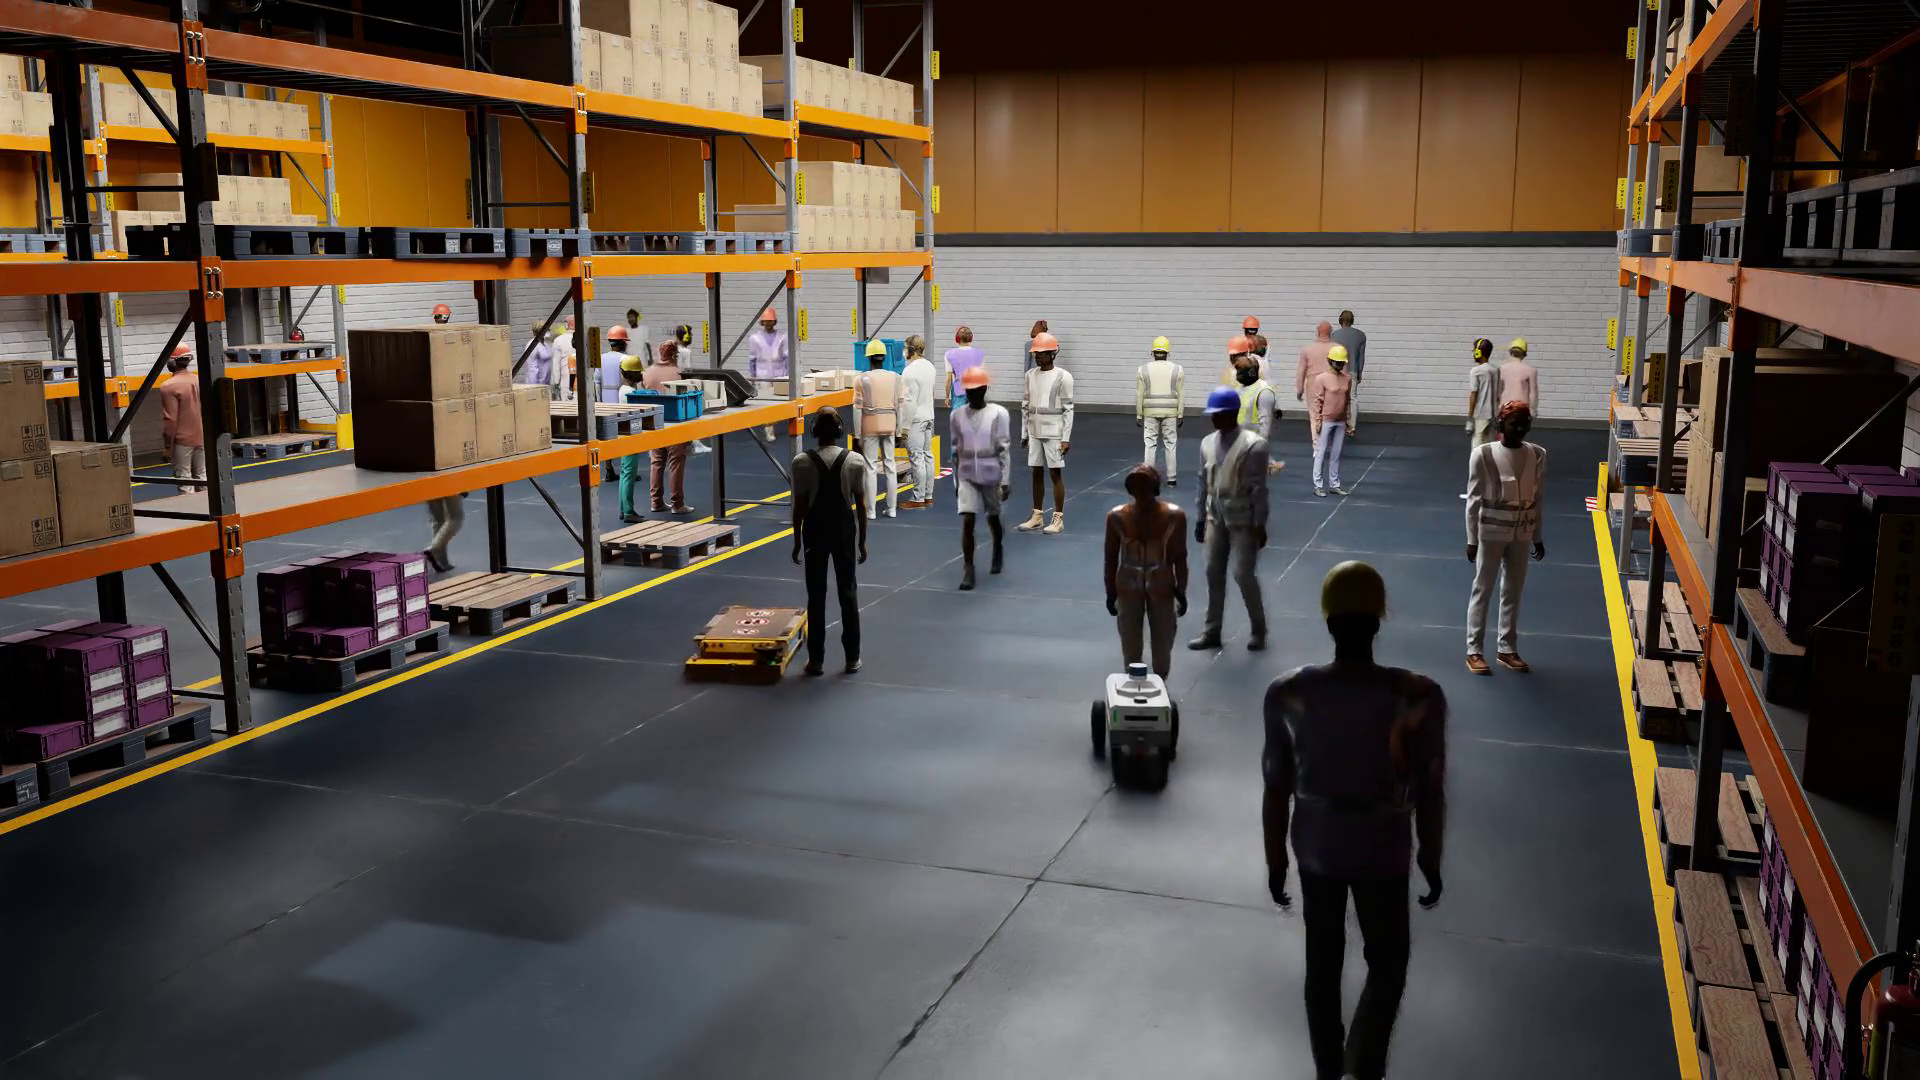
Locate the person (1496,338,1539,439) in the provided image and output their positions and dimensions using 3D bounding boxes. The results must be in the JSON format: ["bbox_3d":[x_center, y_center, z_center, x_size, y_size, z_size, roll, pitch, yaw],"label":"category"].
[{"bbox_3d":[7.050,-1.678,21.105,0.525,1.753,0.408,8,13,39],"label":"person"}]

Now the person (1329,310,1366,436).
[{"bbox_3d":[5.882,-2.543,25.430,0.631,1.940,0.372,-3,11,-16],"label":"person"}]

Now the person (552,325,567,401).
[{"bbox_3d":[-5.964,-2.431,25.440,0.881,1.700,0.503,2,10,11],"label":"person"}]

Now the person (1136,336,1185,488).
[{"bbox_3d":[2.409,-1.532,20.029,0.588,1.834,0.403,1,10,5],"label":"person"}]

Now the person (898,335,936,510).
[{"bbox_3d":[-0.480,-1.297,18.409,0.371,1.941,0.627,4,11,23],"label":"person"}]

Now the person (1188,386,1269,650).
[{"bbox_3d":[1.942,-0.152,11.990,0.530,1.931,0.655,-8,13,-39],"label":"person"}]

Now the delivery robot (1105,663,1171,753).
[{"bbox_3d":[1.006,0.942,9.432,0.477,0.478,0.707,0,10,3],"label":"delivery robot"}]

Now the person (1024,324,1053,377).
[{"bbox_3d":[1.292,-2.738,27.382,0.499,1.634,0.279,-3,10,-14],"label":"person"}]

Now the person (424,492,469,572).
[{"bbox_3d":[-4.641,-0.491,14.752,0.531,1.620,0.462,4,11,21],"label":"person"}]

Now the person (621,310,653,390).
[{"bbox_3d":[-5.573,-3.016,28.419,0.549,1.816,0.968,2,10,11],"label":"person"}]

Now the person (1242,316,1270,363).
[{"bbox_3d":[4.054,-2.165,23.301,0.551,1.935,0.375,-3,11,-18],"label":"person"}]

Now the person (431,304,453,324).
[{"bbox_3d":[-8.166,-2.745,26.404,0.379,1.996,0.609,-7,12,-35],"label":"person"}]

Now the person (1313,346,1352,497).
[{"bbox_3d":[4.352,-1.380,19.382,0.522,1.764,0.318,-5,11,-26],"label":"person"}]

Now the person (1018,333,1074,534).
[{"bbox_3d":[0.857,-1.079,16.887,0.614,2.042,0.373,9,13,40],"label":"person"}]

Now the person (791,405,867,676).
[{"bbox_3d":[-0.889,0.006,11.337,0.517,1.843,0.326,-2,10,-10],"label":"person"}]

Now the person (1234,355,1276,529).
[{"bbox_3d":[2.895,-0.931,16.676,0.429,1.831,0.634,-4,11,-22],"label":"person"}]

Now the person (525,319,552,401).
[{"bbox_3d":[-5.657,-2.007,22.415,0.354,1.936,0.635,0,10,2],"label":"person"}]

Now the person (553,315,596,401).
[{"bbox_3d":[-5.710,-2.381,24.648,0.646,1.897,0.398,-5,11,-25],"label":"person"}]

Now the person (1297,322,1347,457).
[{"bbox_3d":[5.016,-2.089,23.109,0.664,1.852,0.986,1,10,5],"label":"person"}]

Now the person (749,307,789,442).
[{"bbox_3d":[-2.871,-2.511,25.061,0.621,2.013,0.829,-3,10,-14],"label":"person"}]

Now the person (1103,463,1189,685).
[{"bbox_3d":[1.136,0.324,10.155,0.525,1.622,0.445,2,10,10],"label":"person"}]

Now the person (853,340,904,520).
[{"bbox_3d":[-0.882,-1.174,17.791,0.580,1.918,0.390,-5,11,-27],"label":"person"}]

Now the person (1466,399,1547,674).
[{"bbox_3d":[3.729,-0.021,11.379,0.581,1.882,0.339,-2,10,-13],"label":"person"}]

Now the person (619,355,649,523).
[{"bbox_3d":[-3.458,-1.067,17.604,0.327,1.767,0.533,-3,11,-18],"label":"person"}]

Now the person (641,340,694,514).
[{"bbox_3d":[-3.166,-1.233,18.182,0.636,1.900,0.402,5,11,26],"label":"person"}]

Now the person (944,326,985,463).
[{"bbox_3d":[0.065,-1.924,22.194,0.565,1.849,0.389,-4,11,-20],"label":"person"}]

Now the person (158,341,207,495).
[{"bbox_3d":[-7.669,-0.973,16.441,0.396,1.992,0.633,2,10,13],"label":"person"}]

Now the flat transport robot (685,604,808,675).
[{"bbox_3d":[-1.485,0.696,11.883,0.652,0.197,1.431,1,10,3],"label":"flat transport robot"}]

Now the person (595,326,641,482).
[{"bbox_3d":[-4.217,-1.675,20.547,0.552,1.933,0.368,3,11,18],"label":"person"}]

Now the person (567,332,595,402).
[{"bbox_3d":[-5.462,-2.168,23.992,0.317,1.699,0.539,5,11,27],"label":"person"}]

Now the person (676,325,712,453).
[{"bbox_3d":[-3.894,-2.073,23.137,0.937,1.831,0.530,-6,12,-30],"label":"person"}]

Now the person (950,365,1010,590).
[{"bbox_3d":[0.189,-0.568,14.386,0.545,1.913,0.850,2,10,12],"label":"person"}]

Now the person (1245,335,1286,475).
[{"bbox_3d":[3.762,-1.658,20.848,0.953,1.793,0.633,-4,11,-20],"label":"person"}]

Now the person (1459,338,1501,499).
[{"bbox_3d":[6.036,-1.390,19.201,0.530,1.855,0.350,-8,13,-37],"label":"person"}]

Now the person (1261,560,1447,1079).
[{"bbox_3d":[1.268,1.020,5.438,0.601,1.908,0.720,4,11,21],"label":"person"}]

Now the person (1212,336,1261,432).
[{"bbox_3d":[3.240,-1.449,19.481,1.052,1.869,0.578,-7,12,-34],"label":"person"}]

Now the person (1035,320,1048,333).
[{"bbox_3d":[1.379,-2.947,28.548,0.308,1.640,0.511,-1,10,-7],"label":"person"}]
